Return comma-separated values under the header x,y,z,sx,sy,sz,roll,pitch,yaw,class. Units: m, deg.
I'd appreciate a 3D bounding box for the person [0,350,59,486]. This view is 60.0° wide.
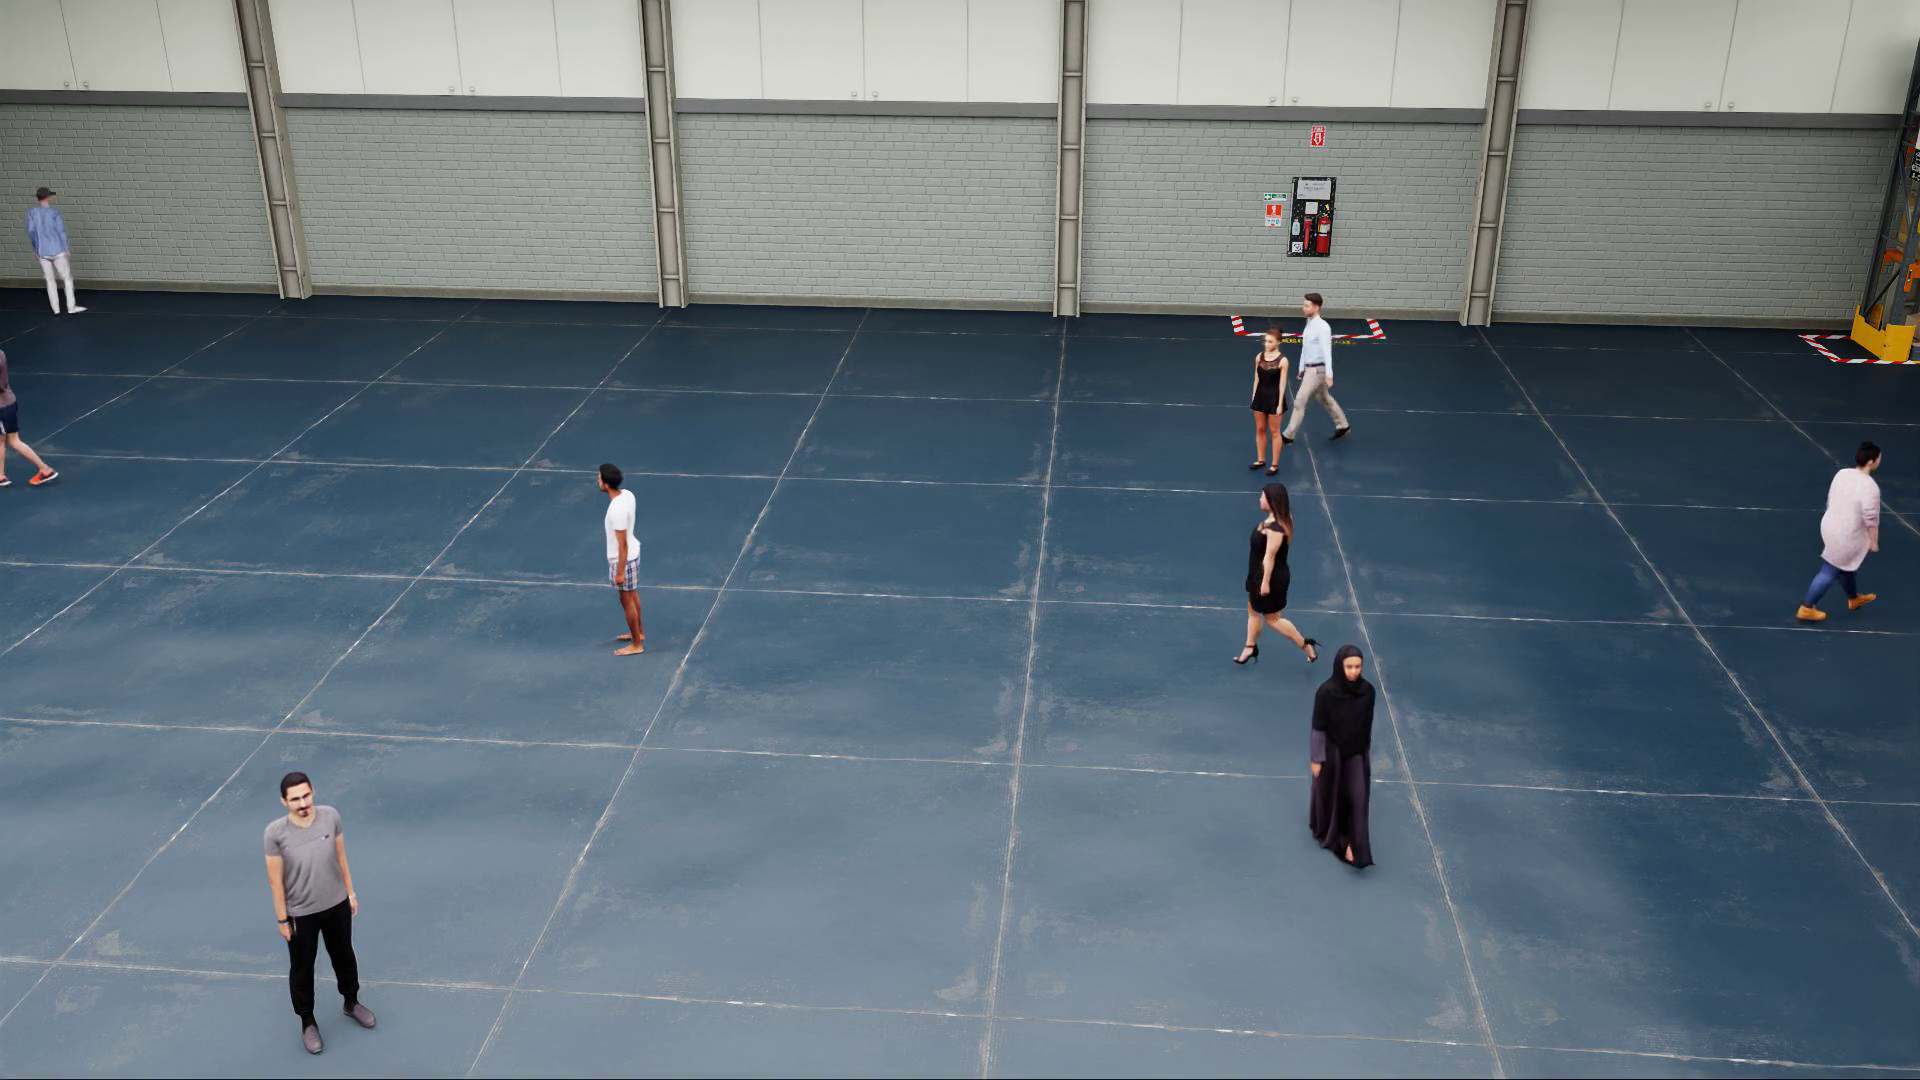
x,y,z,sx,sy,sz,roll,pitch,yaw,class
-10.295,-1.435,18.025,1.144,1.832,0.916,-7,24,-15,person

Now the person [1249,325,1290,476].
x,y,z,sx,sy,sz,roll,pitch,yaw,class
3.458,-1.571,18.540,0.674,1.680,0.745,21,31,41,person

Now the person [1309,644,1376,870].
x,y,z,sx,sy,sz,roll,pitch,yaw,class
2.637,1.423,11.593,0.947,1.607,0.773,-2,23,-4,person

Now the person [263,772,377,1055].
x,y,z,sx,sy,sz,roll,pitch,yaw,class
-3.779,2.130,9.741,0.704,1.755,0.753,-20,30,-39,person

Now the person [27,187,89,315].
x,y,z,sx,sy,sz,roll,pitch,yaw,class
-13.510,-4.287,24.678,0.559,1.875,0.808,-5,24,-12,person

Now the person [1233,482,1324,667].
x,y,z,sx,sy,sz,roll,pitch,yaw,class
2.690,0.355,13.993,1.031,1.693,0.771,7,24,15,person

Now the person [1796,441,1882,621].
x,y,z,sx,sy,sz,roll,pitch,yaw,class
7.867,-0.051,14.932,1.085,1.706,0.801,-2,23,-4,person

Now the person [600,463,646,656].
x,y,z,sx,sy,sz,roll,pitch,yaw,class
-2.914,0.151,14.426,0.554,1.731,0.648,-1,23,-2,person

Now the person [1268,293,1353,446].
x,y,z,sx,sy,sz,roll,pitch,yaw,class
4.196,-1.946,19.251,1.350,1.813,0.902,-4,23,-10,person
